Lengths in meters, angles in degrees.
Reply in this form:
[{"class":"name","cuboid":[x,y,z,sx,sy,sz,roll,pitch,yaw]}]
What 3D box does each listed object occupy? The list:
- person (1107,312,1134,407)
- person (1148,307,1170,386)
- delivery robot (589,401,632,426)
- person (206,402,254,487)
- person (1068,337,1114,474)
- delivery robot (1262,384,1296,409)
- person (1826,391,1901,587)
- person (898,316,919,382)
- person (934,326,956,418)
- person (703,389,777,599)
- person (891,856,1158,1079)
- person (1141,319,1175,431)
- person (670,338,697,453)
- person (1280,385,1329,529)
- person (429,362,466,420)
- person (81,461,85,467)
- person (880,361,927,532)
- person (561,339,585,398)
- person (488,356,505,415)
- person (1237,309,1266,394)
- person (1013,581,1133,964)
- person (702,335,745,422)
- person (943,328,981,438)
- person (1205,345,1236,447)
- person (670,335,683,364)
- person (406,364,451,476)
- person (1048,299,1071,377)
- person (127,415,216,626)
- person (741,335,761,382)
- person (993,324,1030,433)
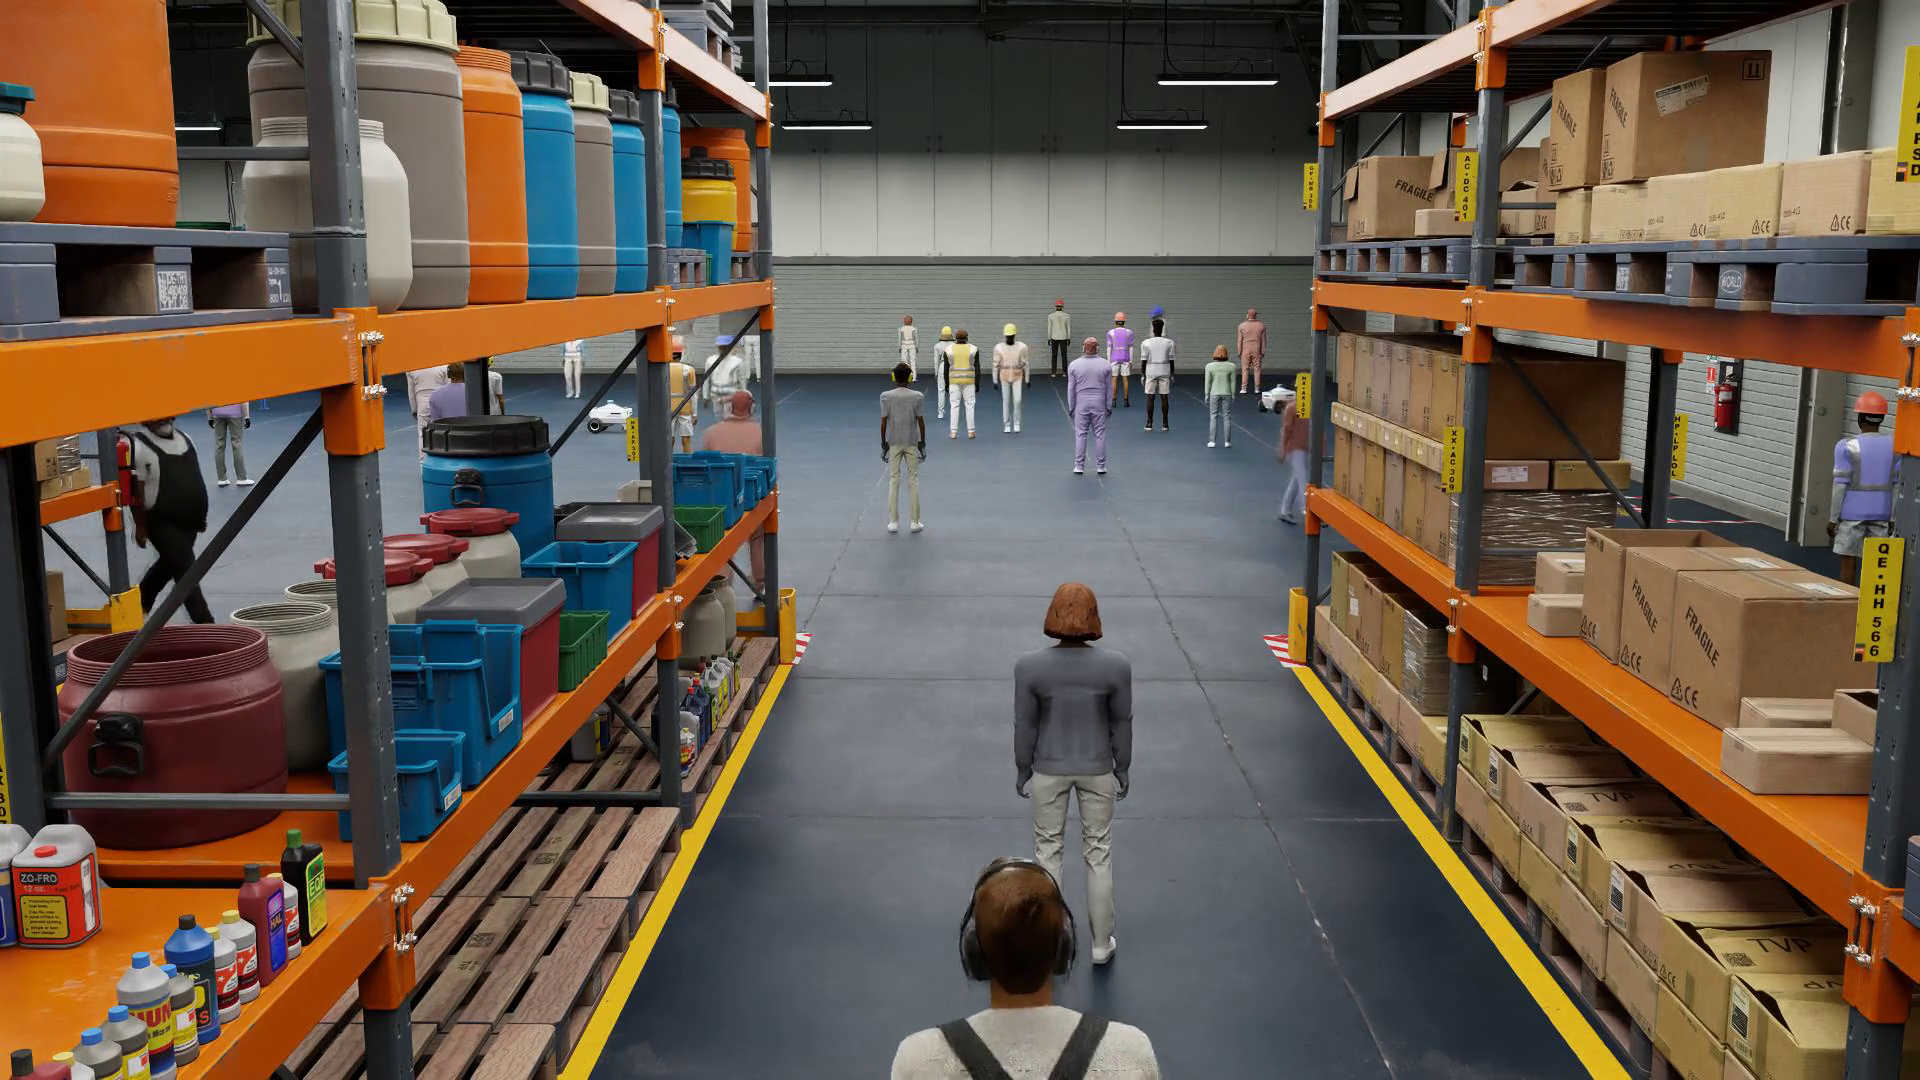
[{"class":"person","cuboid":[3.283,-3.704,34.129,0.545,1.942,0.350,0,9,1]},{"class":"person","cuboid":[4.746,-4.630,39.828,0.389,1.887,0.700,6,11,32]},{"class":"delivery robot","cuboid":[-6.106,-2.196,29.088,0.707,0.478,0.477,0,10,1]},{"class":"person","cuboid":[-9.681,-1.670,21.989,0.587,1.927,0.367,0,9,1]},{"class":"person","cuboid":[1.823,-1.875,23.279,0.642,1.909,0.409,0,9,1]},{"class":"delivery robot","cuboid":[6.321,-2.836,32.923,0.707,0.478,0.477,-7,12,-35]},{"class":"person","cuboid":[7.175,-0.210,13.228,0.550,1.935,0.376,0,9,1]},{"class":"person","cuboid":[-1.274,-4.732,41.188,0.514,1.641,0.308,0,9,1]},{"class":"person","cuboid":[-0.243,-3.194,31.663,0.487,1.746,0.287,0,9,1]},{"class":"person","cuboid":[-1.907,-0.360,14.343,0.649,1.872,0.927,0,9,3]},{"class":"person","cuboid":[0.111,1.501,3.313,0.519,1.824,0.577,-1,10,-5]},{"class":"person","cuboid":[3.484,-2.915,29.325,0.606,1.966,0.367,0,9,1]},{"class":"person","cuboid":[-3.780,-1.721,22.250,0.545,1.942,0.350,0,9,1]},{"class":"person","cuboid":[3.851,-0.993,18.539,0.542,1.712,0.903,-5,11,-29]},{"class":"person","cuboid":[-5.325,-0.974,17.789,0.631,1.940,0.372,0,9,1]},{"class":"person","cuboid":[-12.979,-1.979,23.969,0.575,1.885,0.355,0,9,1]},{"class":"person","cuboid":[-0.625,-1.028,18.316,0.513,1.872,0.328,0,9,1]},{"class":"person","cuboid":[-8.399,-3.874,36.075,0.538,1.616,0.626,0,9,0]},{"class":"person","cuboid":[-6.082,-1.540,21.391,0.513,1.870,0.328,0,9,1]},{"class":"person","cuboid":[6.561,-4.243,37.464,0.642,1.908,0.409,0,9,1]},{"class":"person","cuboid":[0.472,0.981,6.989,0.500,1.633,0.282,0,9,1]},{"class":"person","cuboid":[-3.490,-2.080,24.499,0.601,1.898,1.002,2,10,14]},{"class":"person","cuboid":[0.033,-2.644,28.078,0.626,1.844,0.429,0,9,1]},{"class":"person","cuboid":[4.167,-2.300,26.637,0.500,1.633,0.282,0,9,1]},{"class":"person","cuboid":[-5.875,-3.822,34.652,0.825,2.019,0.617,-5,11,-29]},{"class":"person","cuboid":[-7.294,-1.835,23.039,0.642,1.909,0.409,0,9,1]},{"class":"person","cuboid":[2.577,-5.237,43.154,0.612,1.995,0.379,0,9,1]},{"class":"person","cuboid":[-6.295,-0.224,13.113,0.977,2.000,0.703,2,10,14]},{"class":"person","cuboid":[-5.149,-4.898,41.289,0.631,1.940,0.372,0,9,1]},{"class":"person","cuboid":[0.883,-2.768,28.678,0.633,1.883,0.879,0,9,3]}]
